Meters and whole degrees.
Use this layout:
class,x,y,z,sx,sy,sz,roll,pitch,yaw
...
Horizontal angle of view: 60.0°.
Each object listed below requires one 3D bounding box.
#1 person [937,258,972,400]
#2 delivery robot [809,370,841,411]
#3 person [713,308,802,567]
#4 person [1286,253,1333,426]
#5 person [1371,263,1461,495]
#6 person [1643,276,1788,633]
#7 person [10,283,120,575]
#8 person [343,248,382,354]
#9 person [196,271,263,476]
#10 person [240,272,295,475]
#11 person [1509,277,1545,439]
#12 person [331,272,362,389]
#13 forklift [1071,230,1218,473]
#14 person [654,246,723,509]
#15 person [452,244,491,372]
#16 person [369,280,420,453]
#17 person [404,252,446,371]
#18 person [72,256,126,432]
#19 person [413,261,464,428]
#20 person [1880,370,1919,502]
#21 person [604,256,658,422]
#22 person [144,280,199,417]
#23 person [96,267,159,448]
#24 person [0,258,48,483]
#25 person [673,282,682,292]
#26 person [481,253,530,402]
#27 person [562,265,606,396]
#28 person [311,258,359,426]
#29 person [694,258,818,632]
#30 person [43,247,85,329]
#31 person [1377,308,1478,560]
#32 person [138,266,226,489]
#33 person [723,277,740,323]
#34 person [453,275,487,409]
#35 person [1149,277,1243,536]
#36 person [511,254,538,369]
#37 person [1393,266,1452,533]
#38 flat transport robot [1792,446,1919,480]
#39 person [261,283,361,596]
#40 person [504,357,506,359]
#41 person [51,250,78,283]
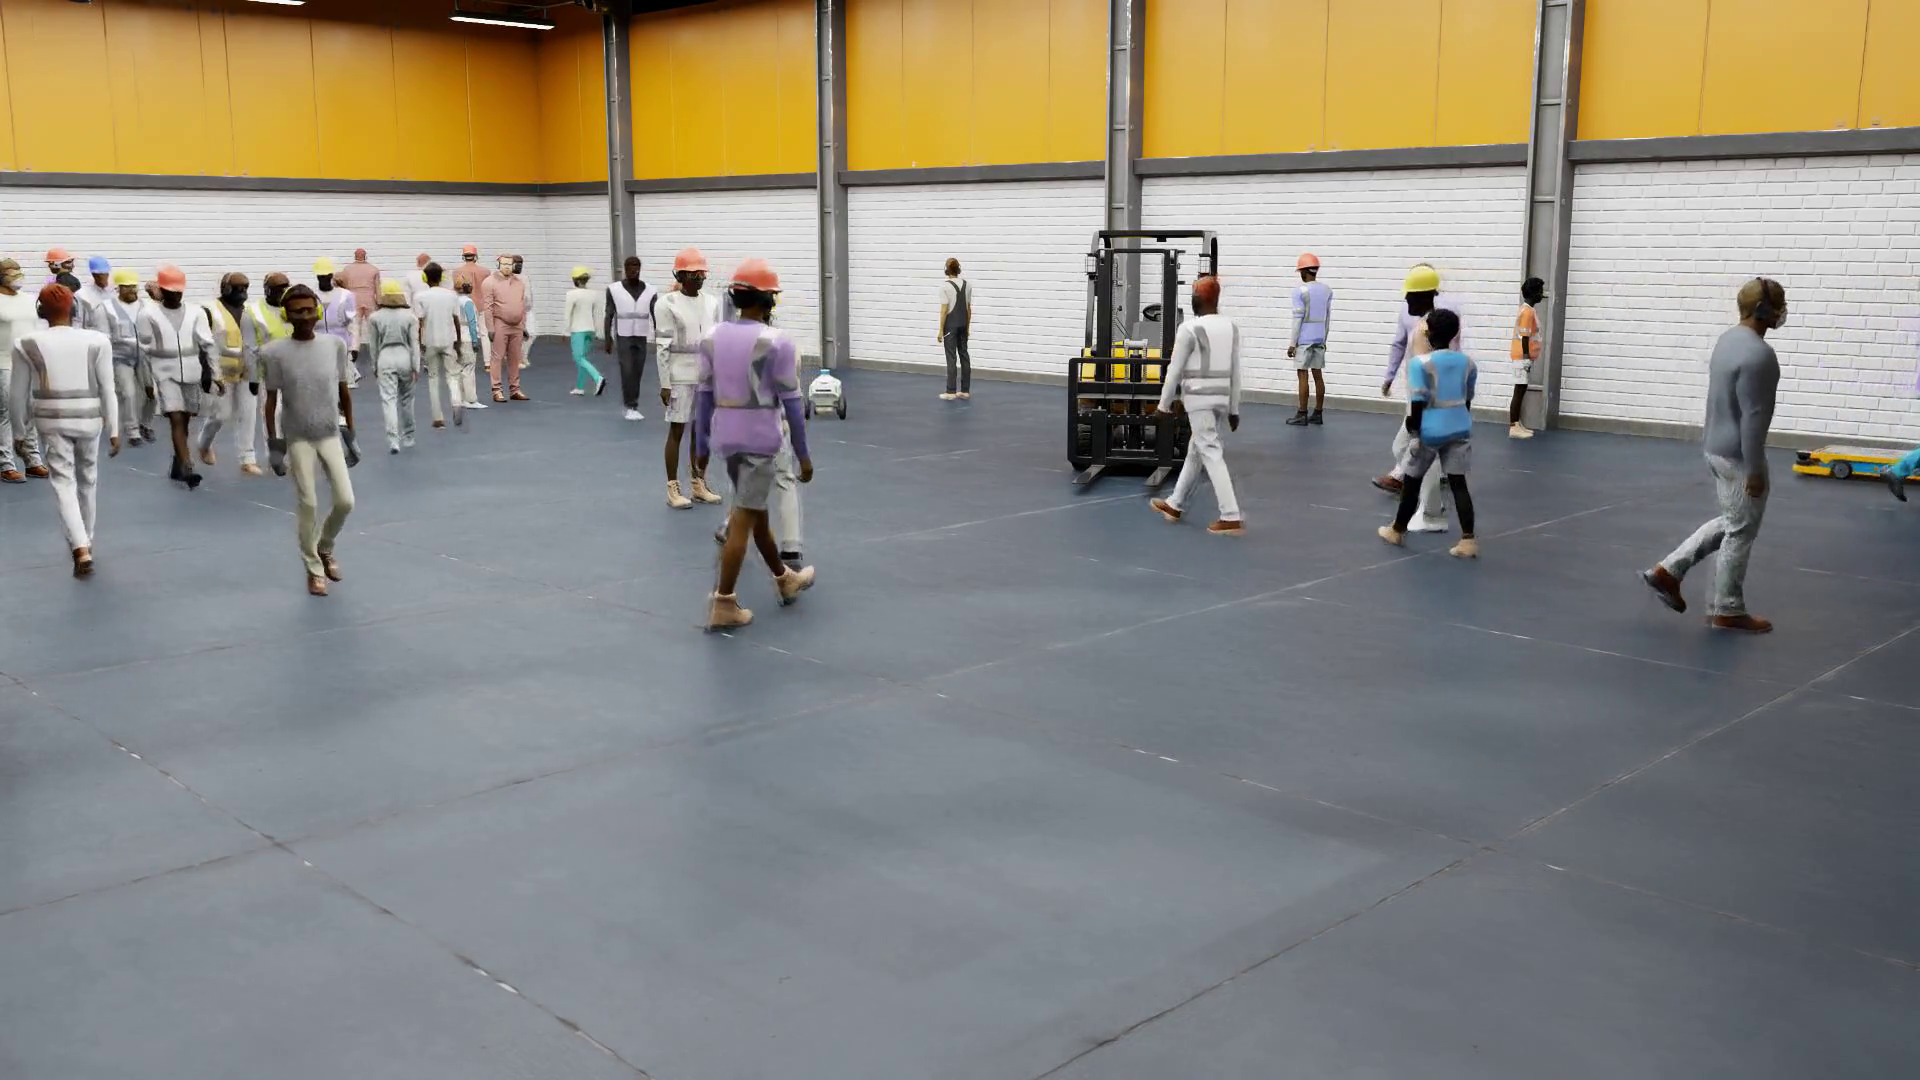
class,x,y,z,sx,sy,sz,roll,pitch,yaw
person,-0.073,-2.738,21.619,0.505,1.842,0.348,-8,13,-37
delivery robot,-1.580,-1.755,19.514,0.477,0.478,0.707,0,10,-1
person,-1.318,-0.740,10.892,0.615,1.777,0.941,-7,12,-33
person,3.909,-2.250,18.704,0.542,1.936,0.364,-6,12,-31
person,3.750,-1.322,13.739,0.968,1.894,0.652,-4,11,-23
person,4.100,-0.448,8.908,0.546,1.922,0.627,2,11,11
person,-5.684,-0.711,10.590,0.592,1.839,0.982,-7,13,-34
person,-10.730,-4.285,29.904,0.646,1.903,0.401,-4,11,-19
person,-6.555,-1.484,14.859,0.734,1.818,0.641,7,12,33
person,-6.054,-1.475,14.843,0.645,1.813,0.457,-9,14,-40
person,5.974,-1.918,17.561,0.317,1.693,0.535,4,11,21
person,-8.561,-2.898,23.057,0.367,1.623,0.549,-3,11,-15
forklift,1.804,-1.825,15.677,1.214,2.155,2.313,2,11,13
person,-2.095,-1.270,13.062,0.397,2.044,0.609,10,14,42
person,-7.601,-3.611,25.971,0.613,1.989,0.392,-5,12,-28
person,-5.600,-1.729,16.511,0.482,1.698,0.898,-3,11,-16
person,-8.325,-3.548,25.952,0.627,1.871,0.835,-1,10,-5
person,-9.261,-2.113,18.046,0.651,1.895,0.982,-7,12,-32
person,-5.714,-2.134,18.284,0.530,1.858,0.611,-6,12,-31
person,7.520,-1.119,12.809,0.511,1.835,0.557,6,12,28
person,-3.745,-2.311,19.152,0.628,1.881,0.694,-6,12,-29
person,-9.314,-2.242,19.544,0.762,1.608,0.519,7,13,34
person,-8.311,-1.817,16.683,0.595,1.819,0.417,-10,14,-43
person,-8.198,-1.469,14.435,0.359,1.937,0.635,4,11,20
person,-3.244,-2.237,19.514,0.519,1.619,0.535,-6,12,-31
person,-5.814,-2.727,21.398,0.401,1.904,0.641,8,13,37
person,-4.957,-2.760,22.010,0.749,1.739,0.534,7,12,33
person,-6.941,-2.152,18.321,0.613,1.871,0.974,-2,11,-11
person,-1.064,-0.540,9.180,0.634,1.997,1.020,8,13,36
person,-10.682,-2.501,19.909,0.396,1.992,0.623,-2,11,-12
person,3.191,-0.720,11.136,0.540,1.645,0.849,-3,11,-17
person,-6.624,-1.384,14.151,0.575,1.867,1.011,-8,13,-39
person,-3.134,-3.022,23.772,0.497,1.622,0.298,-2,11,-11
person,-6.091,-2.436,20.517,0.310,1.642,0.514,-9,14,-40
person,1.723,-0.972,12.010,0.596,1.833,0.983,-9,14,-40
person,-7.047,-3.639,26.579,0.455,1.823,0.639,8,13,36
person,3.312,-0.995,11.913,0.459,1.908,0.609,5,11,24
flat transport robot,8.163,-0.662,14.585,1.431,0.197,0.652,9,14,40
person,-3.827,-0.590,9.865,0.555,1.851,0.409,-8,13,-38
person,-7.794,-3.981,28.638,0.522,1.759,0.349,5,11,24
person,-12.718,-3.159,23.674,0.419,1.922,0.554,-5,11,-25
